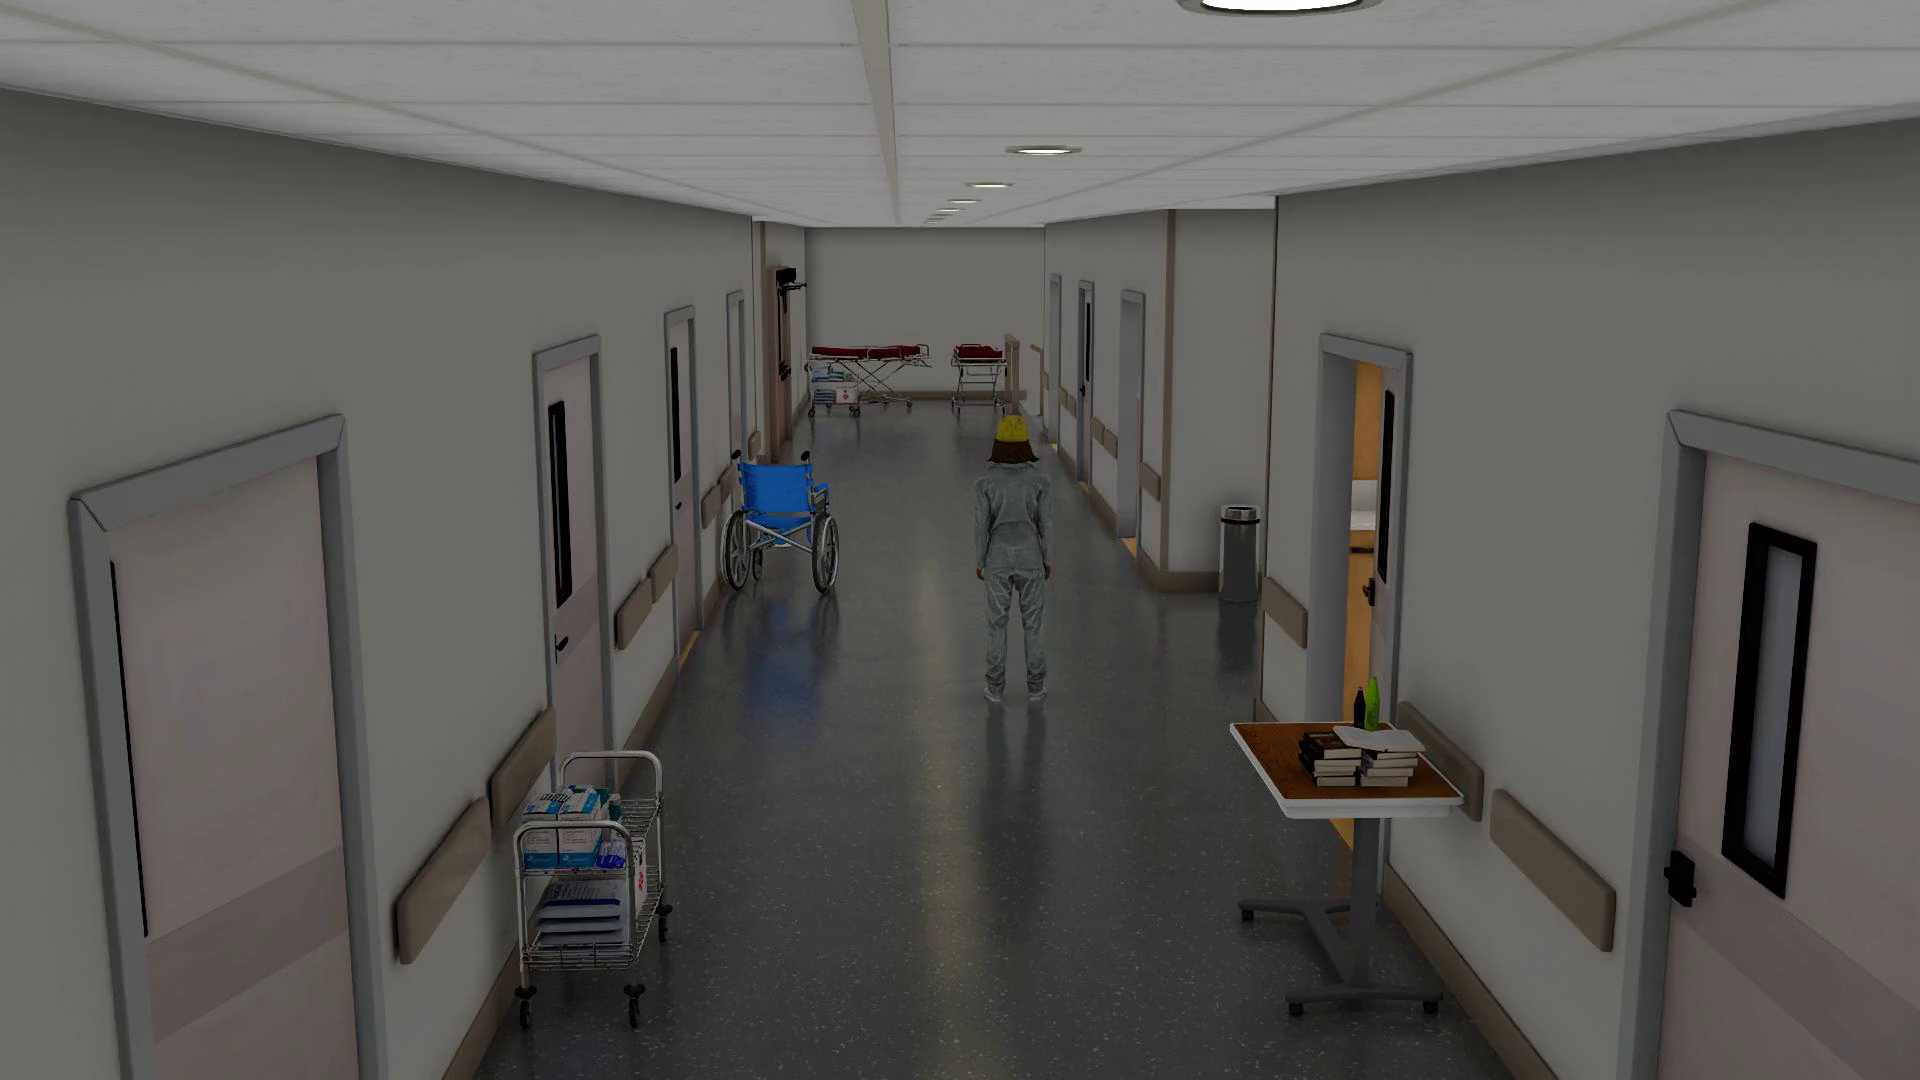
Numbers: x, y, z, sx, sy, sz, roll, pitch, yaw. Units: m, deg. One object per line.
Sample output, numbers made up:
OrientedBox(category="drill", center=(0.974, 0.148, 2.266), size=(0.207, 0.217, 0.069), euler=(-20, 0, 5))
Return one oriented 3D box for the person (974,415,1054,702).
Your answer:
OrientedBox(category="person", center=(0.322, 0.114, 10.050), size=(0.485, 1.745, 0.292), euler=(0, 10, -2))
